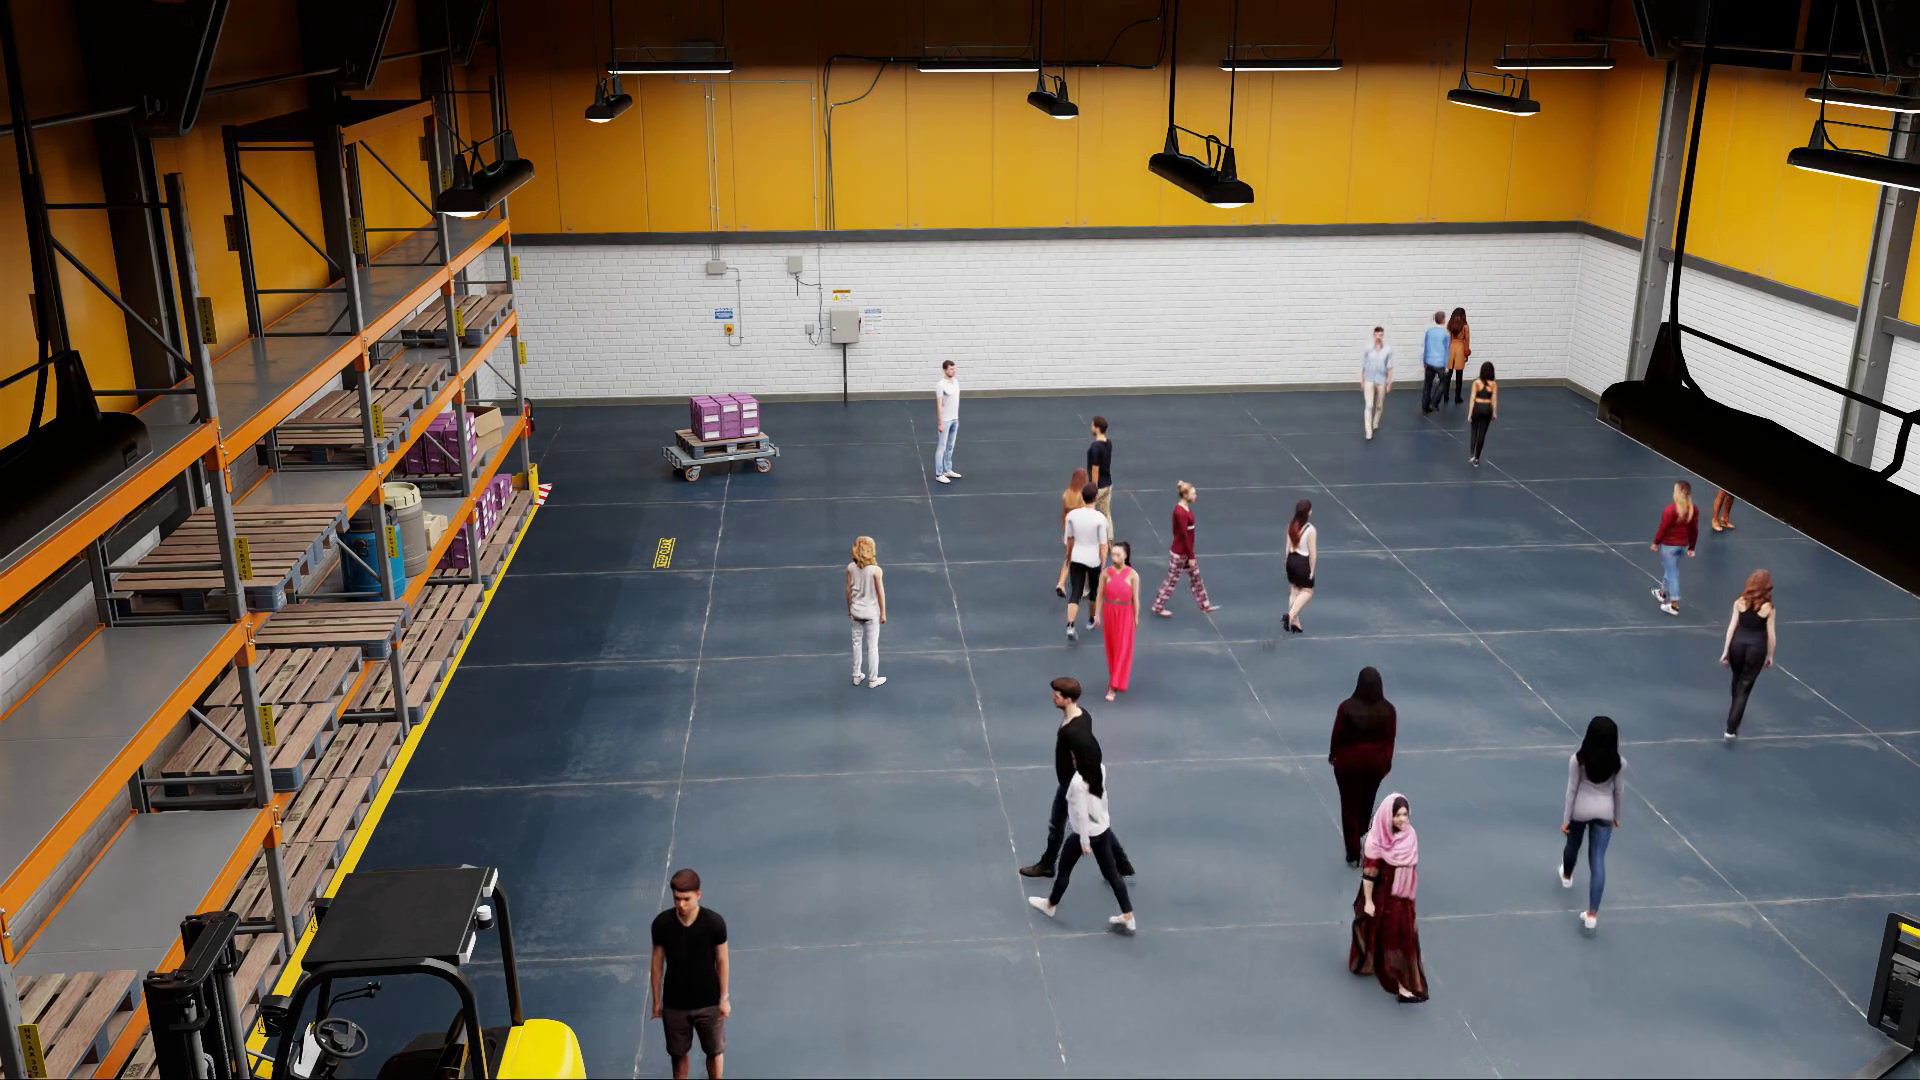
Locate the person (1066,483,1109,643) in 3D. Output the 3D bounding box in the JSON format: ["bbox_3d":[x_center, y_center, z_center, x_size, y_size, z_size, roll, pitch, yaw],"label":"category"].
[{"bbox_3d":[1.400,0.277,18.958,1.022,1.824,1.291,7,20,19],"label":"person"}]

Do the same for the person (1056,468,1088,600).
[{"bbox_3d":[1.384,-0.031,20.100,0.838,1.679,0.924,12,22,32],"label":"person"}]

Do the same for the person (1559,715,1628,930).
[{"bbox_3d":[5.052,2.272,13.257,0.832,1.682,1.249,3,19,8],"label":"person"}]

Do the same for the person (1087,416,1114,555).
[{"bbox_3d":[1.909,-0.693,21.809,0.838,1.842,0.771,13,22,33],"label":"person"}]

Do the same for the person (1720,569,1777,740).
[{"bbox_3d":[7.796,1.166,16.508,1.110,1.702,1.194,14,23,35],"label":"person"}]

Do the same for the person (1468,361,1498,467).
[{"bbox_3d":[8.117,-1.948,25.874,0.772,1.625,0.922,7,20,19],"label":"person"}]

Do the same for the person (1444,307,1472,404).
[{"bbox_3d":[8.893,-3.325,29.817,0.775,1.719,0.811,12,22,32],"label":"person"}]

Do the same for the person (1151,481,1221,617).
[{"bbox_3d":[2.538,0.131,19.643,0.937,1.663,1.071,5,19,13],"label":"person"}]

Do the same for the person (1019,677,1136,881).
[{"bbox_3d":[1.049,2.023,13.727,0.998,1.854,1.238,4,19,12],"label":"person"}]

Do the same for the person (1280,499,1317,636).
[{"bbox_3d":[3.842,0.347,19.036,0.799,1.641,0.847,17,25,41],"label":"person"}]

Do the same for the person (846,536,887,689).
[{"bbox_3d":[-1.023,0.755,17.779,0.689,1.670,0.700,8,20,23],"label":"person"}]

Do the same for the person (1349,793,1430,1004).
[{"bbox_3d":[3.135,2.609,12.404,0.786,1.587,1.120,-6,19,-17],"label":"person"}]

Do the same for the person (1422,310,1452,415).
[{"bbox_3d":[8.241,-3.072,28.932,0.814,1.805,0.883,17,25,40],"label":"person"}]

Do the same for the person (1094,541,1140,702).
[{"bbox_3d":[1.691,0.822,17.577,0.929,1.671,1.205,7,20,19],"label":"person"}]

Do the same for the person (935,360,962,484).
[{"bbox_3d":[-0.187,-1.814,25.125,0.790,1.850,0.695,11,22,30],"label":"person"}]

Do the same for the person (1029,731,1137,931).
[{"bbox_3d":[1.091,2.343,13.109,1.151,1.642,1.153,12,22,32],"label":"person"}]

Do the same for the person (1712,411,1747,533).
[{"bbox_3d":[10.607,-0.955,22.831,0.639,1.686,0.631,-10,21,-26],"label":"person"}]

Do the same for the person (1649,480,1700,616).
[{"bbox_3d":[8.556,0.113,19.781,0.730,1.610,0.930,-6,20,-18],"label":"person"}]

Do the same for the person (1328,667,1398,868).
[{"bbox_3d":[3.439,1.960,14.108,0.645,1.729,0.798,-2,19,-6],"label":"person"}]

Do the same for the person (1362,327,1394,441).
[{"bbox_3d":[6.902,-2.628,27.588,0.912,1.821,1.224,5,19,14],"label":"person"}]

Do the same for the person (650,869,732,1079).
[{"bbox_3d":[-1.740,2.978,10.879,0.685,1.860,0.572,0,19,-1],"label":"person"}]
